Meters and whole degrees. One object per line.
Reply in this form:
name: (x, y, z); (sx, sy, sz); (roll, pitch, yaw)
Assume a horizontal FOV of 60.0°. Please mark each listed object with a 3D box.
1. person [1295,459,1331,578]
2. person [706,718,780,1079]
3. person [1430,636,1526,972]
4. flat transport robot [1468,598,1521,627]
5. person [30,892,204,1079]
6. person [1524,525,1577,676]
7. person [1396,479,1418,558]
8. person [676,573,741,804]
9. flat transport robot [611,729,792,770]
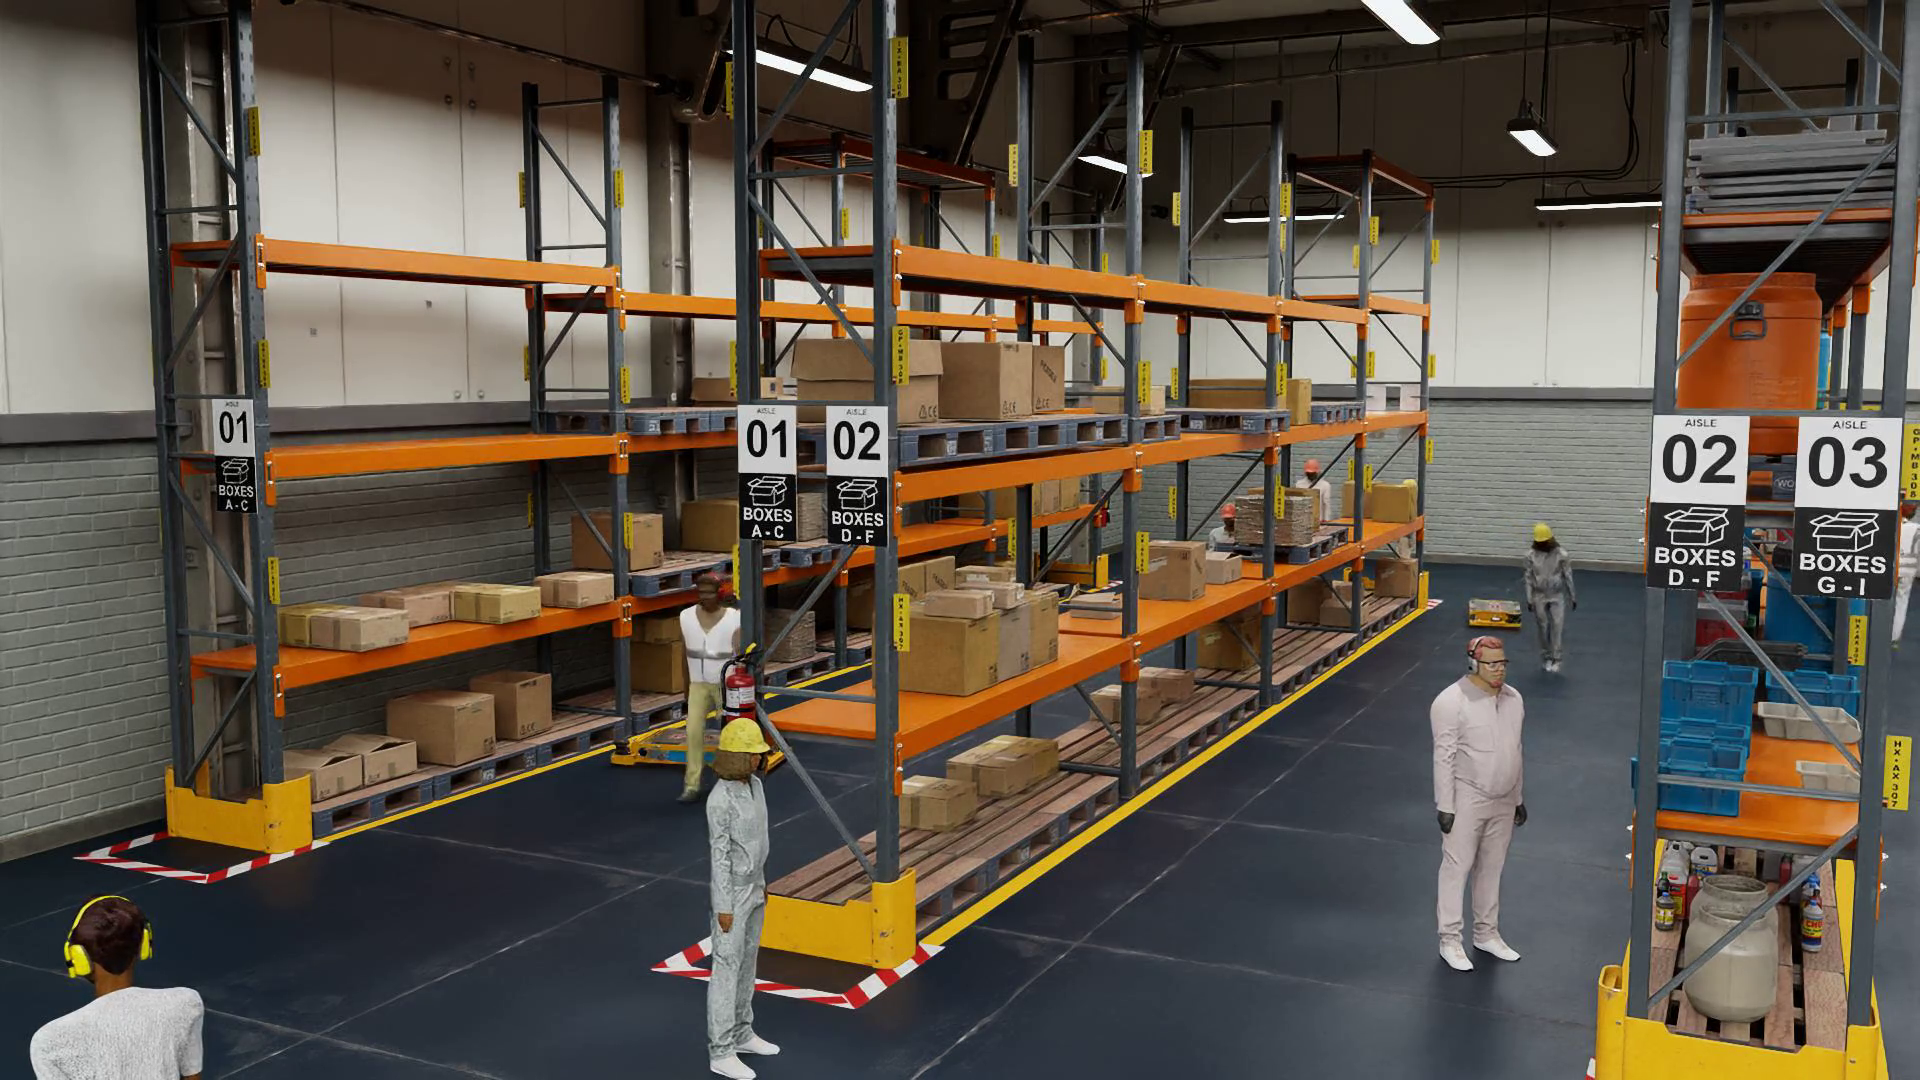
person: (5.764, -0.347, 27.245); (0.615, 1.972, 0.483); (3, 6, 23)
person: (-1.058, 1.726, 8.131); (0.301, 1.743, 0.493); (2, 6, 16)
person: (3.010, 1.498, 9.572); (0.639, 1.908, 0.409); (-3, 7, -27)
flat transport robot: (7.215, 0.981, 22.459); (0.652, 0.197, 1.431); (2, 6, 16)
person: (-2.530, 1.985, 5.047); (0.329, 1.864, 0.508); (5, 8, 41)
person: (6.618, 0.668, 18.652); (0.567, 1.683, 0.784); (2, 6, 22)
person: (6.771, -0.044, 25.233); (0.330, 1.768, 0.526); (0, 6, -3)
person: (-1.982, 1.177, 13.112); (0.592, 1.808, 0.869); (1, 6, 12)
flat transport robot: (-2.235, 1.806, 14.439); (1.431, 0.197, 0.652); (1, 6, 11)
